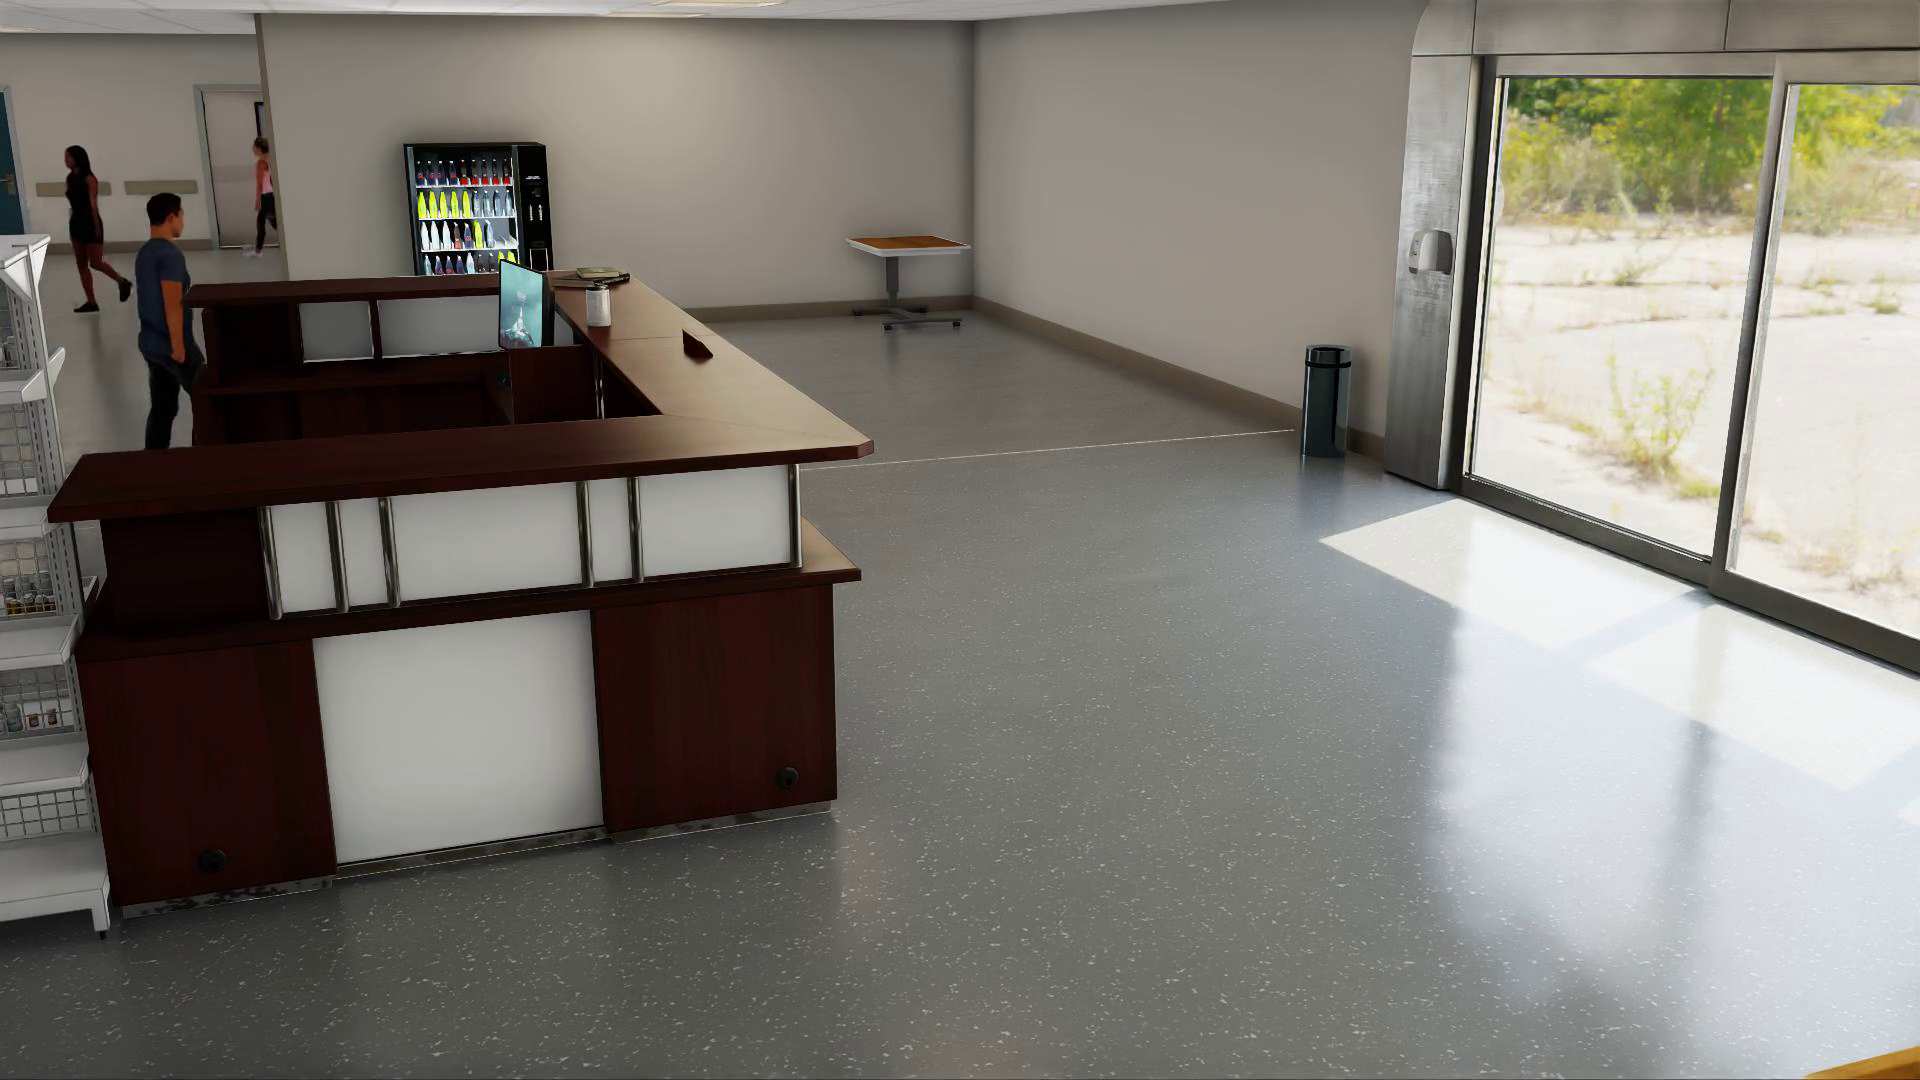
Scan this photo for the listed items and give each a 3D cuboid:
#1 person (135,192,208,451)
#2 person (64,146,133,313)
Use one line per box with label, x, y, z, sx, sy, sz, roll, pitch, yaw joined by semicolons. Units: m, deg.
person;-4.826;-1.149;9.953;0.929;1.776;0.882;-13;21;-40
person;-9.136;-3.264;17.553;0.885;1.723;0.950;8;17;25
